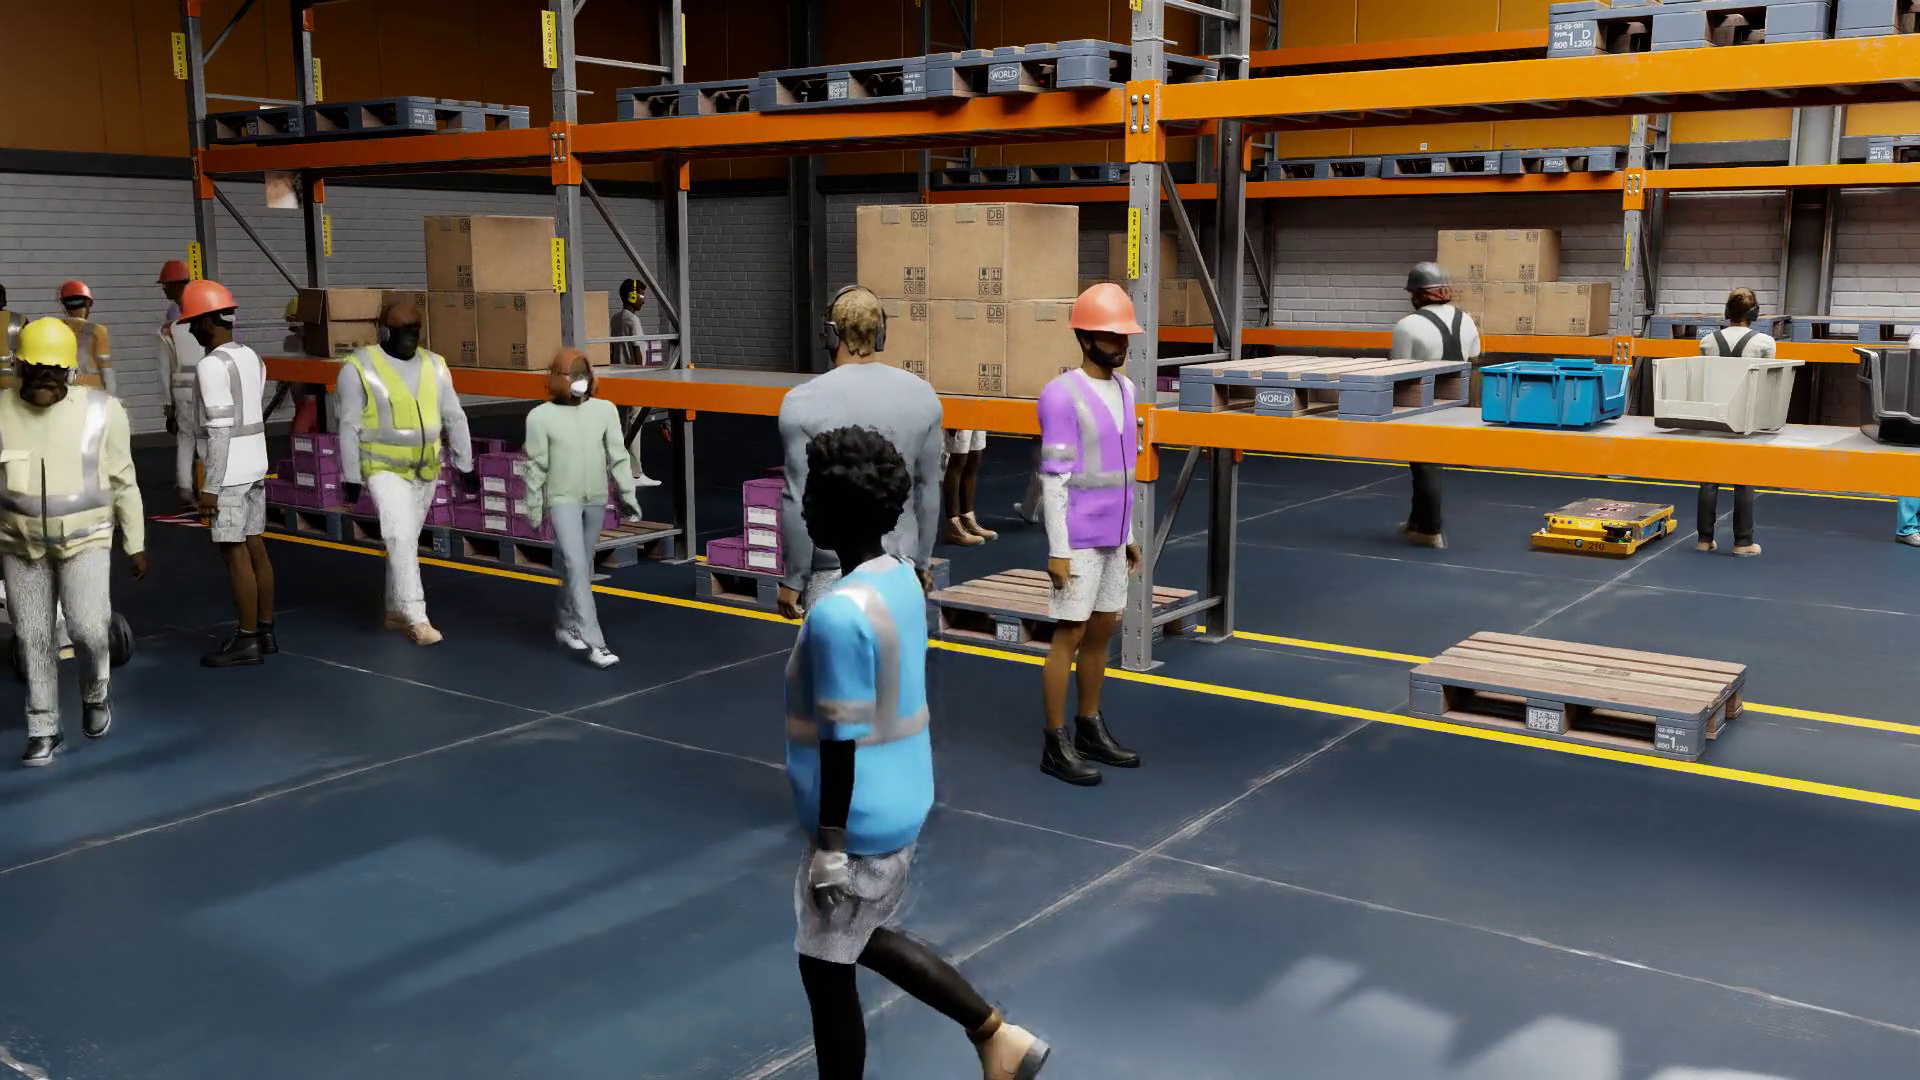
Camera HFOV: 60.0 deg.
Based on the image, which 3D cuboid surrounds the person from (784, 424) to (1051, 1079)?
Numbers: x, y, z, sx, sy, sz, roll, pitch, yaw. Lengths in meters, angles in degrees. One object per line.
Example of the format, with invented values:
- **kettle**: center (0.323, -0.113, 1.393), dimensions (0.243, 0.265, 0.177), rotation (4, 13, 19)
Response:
- **person**: center (-0.146, 0.589, 3.597), dimensions (0.582, 1.682, 0.540), rotation (2, 10, 10)

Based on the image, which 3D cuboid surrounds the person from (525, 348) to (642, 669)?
- **person**: center (-1.915, -0.172, 8.408), dimensions (0.506, 1.585, 0.849), rotation (-8, 13, -41)

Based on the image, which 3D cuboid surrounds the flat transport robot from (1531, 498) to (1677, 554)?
- **flat transport robot**: center (4.663, -0.116, 11.991), dimensions (0.652, 0.197, 1.431), rotation (7, 12, 35)

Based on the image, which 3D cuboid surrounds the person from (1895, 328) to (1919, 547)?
- **person**: center (6.915, -0.876, 11.834), dimensions (0.565, 1.846, 0.390), rotation (-6, 11, -33)

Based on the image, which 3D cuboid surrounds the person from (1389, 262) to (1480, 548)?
- **person**: center (3.267, -0.985, 11.903), dimensions (0.708, 2.000, 0.781), rotation (-5, 11, -27)

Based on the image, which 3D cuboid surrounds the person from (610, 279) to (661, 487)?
- **person**: center (-2.951, -1.408, 14.969), dimensions (0.329, 1.860, 0.518), rotation (-7, 12, -36)

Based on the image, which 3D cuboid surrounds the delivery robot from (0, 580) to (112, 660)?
- **delivery robot**: center (-4.532, 0.330, 8.211), dimensions (0.707, 0.478, 0.477), rotation (6, 11, 31)

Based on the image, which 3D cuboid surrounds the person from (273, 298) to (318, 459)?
- **person**: center (-5.519, -1.206, 14.169), dimensions (0.526, 1.717, 0.924), rotation (9, 13, 44)

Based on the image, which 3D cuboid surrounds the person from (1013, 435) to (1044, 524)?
- **person**: center (0.720, -0.861, 12.475), dimensions (0.544, 1.587, 0.866), rotation (-5, 11, -27)

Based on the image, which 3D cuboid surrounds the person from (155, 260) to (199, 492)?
- **person**: center (-6.656, -1.403, 14.434), dimensions (0.509, 2.030, 0.619), rotation (1, 10, 5)

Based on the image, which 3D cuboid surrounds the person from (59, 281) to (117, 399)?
- **person**: center (-7.039, -1.121, 13.246), dimensions (0.563, 1.874, 0.965), rotation (2, 10, 13)

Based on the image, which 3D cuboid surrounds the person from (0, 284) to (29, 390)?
- **person**: center (-8.509, -1.364, 14.760), dimensions (0.626, 1.844, 0.429), rotation (-3, 10, -19)

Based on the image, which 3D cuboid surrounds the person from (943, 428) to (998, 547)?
- **person**: center (0.067, -0.964, 11.820), dimensions (0.397, 2.039, 0.607), rotation (5, 11, 25)

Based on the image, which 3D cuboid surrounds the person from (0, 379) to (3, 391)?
- **person**: center (-5.831, -0.525, 9.614), dimensions (0.647, 1.893, 0.437), rotation (-1, 10, -8)

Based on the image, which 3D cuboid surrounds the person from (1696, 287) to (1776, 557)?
- **person**: center (5.306, -0.803, 11.402), dimensions (0.507, 1.846, 0.341), rotation (8, 13, 41)

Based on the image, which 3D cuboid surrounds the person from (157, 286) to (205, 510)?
- **person**: center (-6.280, -1.175, 13.679), dimensions (0.587, 1.840, 0.966), rotation (-2, 10, -13)

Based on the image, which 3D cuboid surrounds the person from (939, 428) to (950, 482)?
- **person**: center (-0.057, -1.475, 14.988), dimensions (0.430, 1.981, 0.641), rotation (3, 10, 15)

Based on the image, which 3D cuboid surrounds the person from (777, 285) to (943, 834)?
- **person**: center (-0.351, 0.095, 5.777), dimensions (0.627, 1.941, 0.370), rotation (-6, 11, -34)

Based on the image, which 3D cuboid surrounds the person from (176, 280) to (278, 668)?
- **person**: center (-3.669, -0.326, 8.316), dimensions (0.373, 1.928, 0.543), rotation (0, 10, -2)

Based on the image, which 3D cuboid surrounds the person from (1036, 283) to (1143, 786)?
- **person**: center (0.538, -0.024, 6.491), dimensions (0.373, 1.934, 0.551), rotation (8, 12, 38)

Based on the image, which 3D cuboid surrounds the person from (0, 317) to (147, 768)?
- **person**: center (-3.640, 0.011, 6.676), dimensions (0.669, 1.804, 0.486), rotation (-3, 10, -18)

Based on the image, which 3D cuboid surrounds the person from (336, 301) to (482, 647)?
- **person**: center (-2.903, -0.358, 8.856), dimensions (0.824, 1.800, 0.653), rotation (7, 12, 37)
